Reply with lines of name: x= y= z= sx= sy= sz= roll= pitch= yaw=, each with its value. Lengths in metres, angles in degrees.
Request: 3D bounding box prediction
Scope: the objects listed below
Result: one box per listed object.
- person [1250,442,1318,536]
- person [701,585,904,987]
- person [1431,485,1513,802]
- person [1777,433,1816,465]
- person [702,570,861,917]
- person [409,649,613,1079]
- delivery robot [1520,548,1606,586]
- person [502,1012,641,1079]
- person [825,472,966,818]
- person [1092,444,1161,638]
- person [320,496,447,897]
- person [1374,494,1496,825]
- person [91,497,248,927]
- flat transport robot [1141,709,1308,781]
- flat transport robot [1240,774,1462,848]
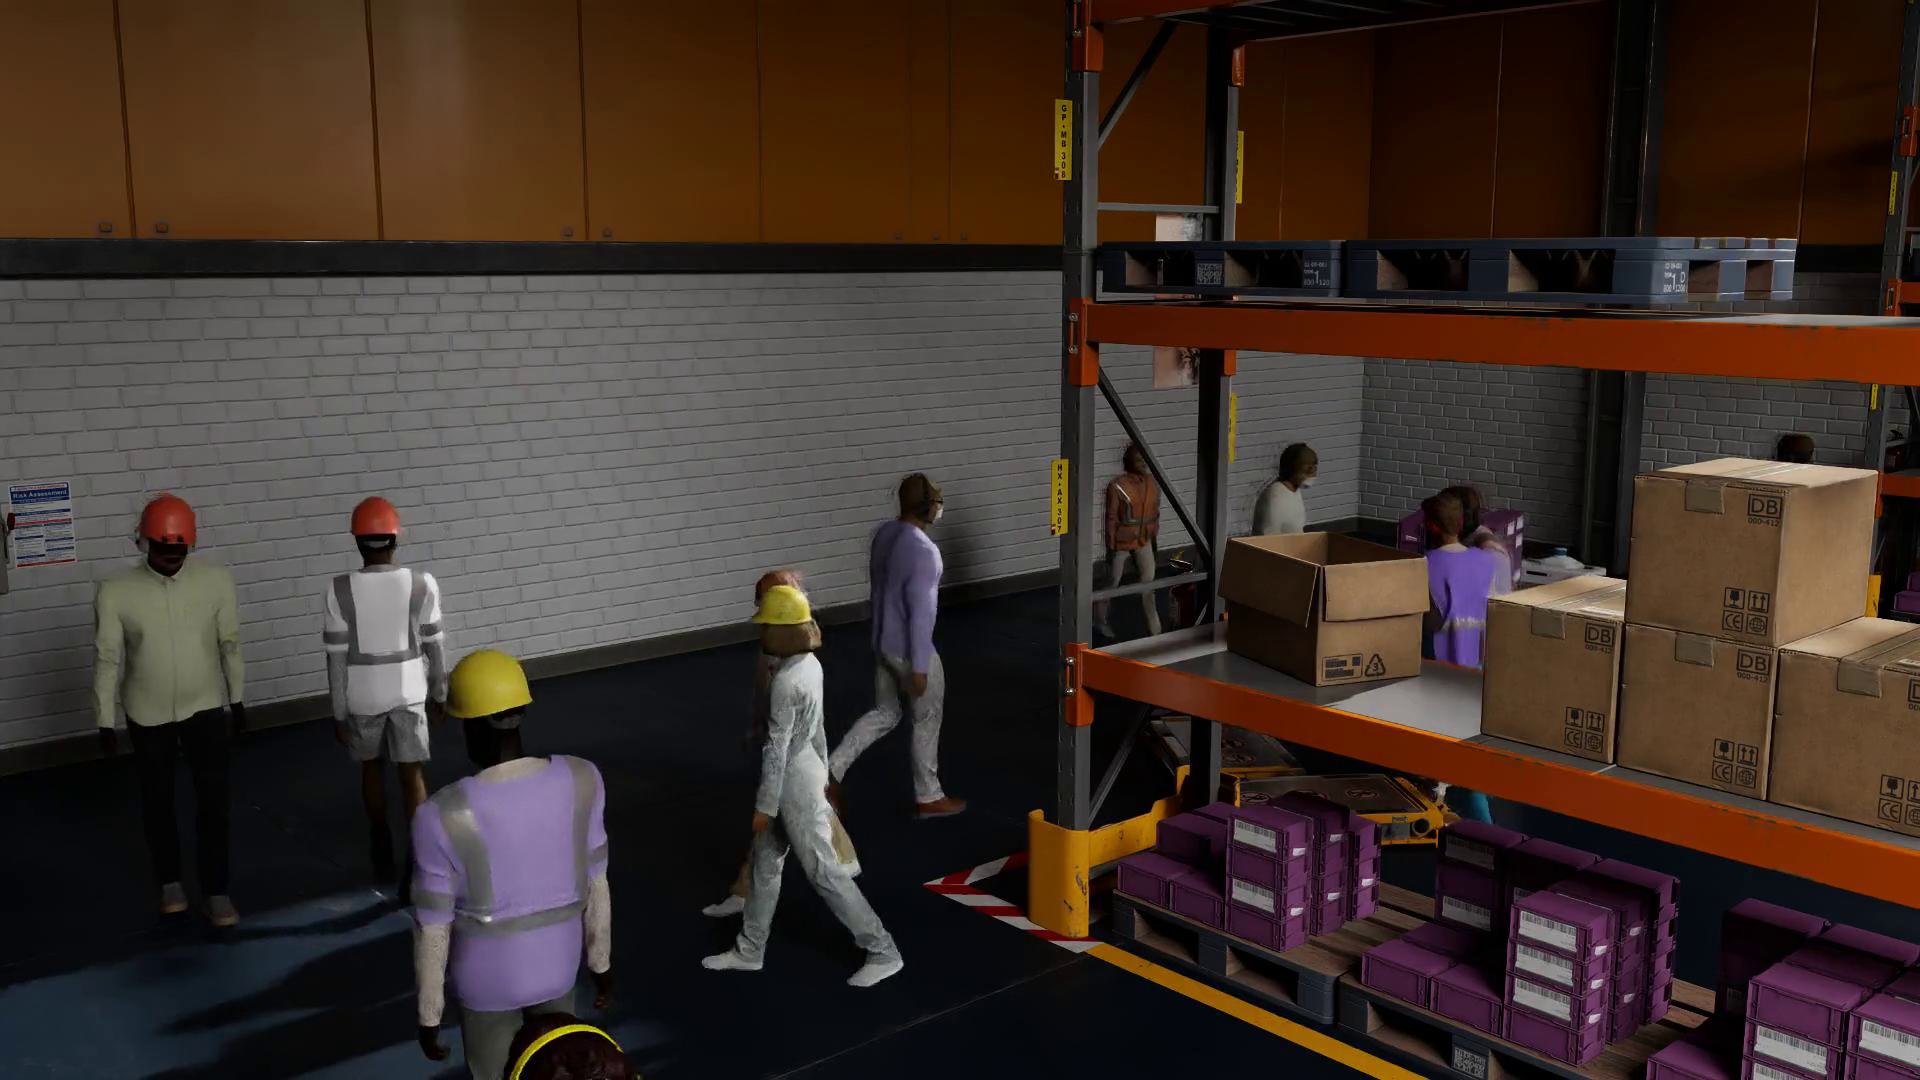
person: x=2.069 y=0.317 z=10.475 sx=0.951 sy=1.876 sz=0.736 roll=3 pitch=10 yaw=17
person: x=-0.643 y=1.023 z=6.885 sx=0.874 sy=1.706 sz=0.495 roll=1 pitch=10 yaw=4
person: x=2.762 y=0.591 z=9.183 sx=0.797 sy=1.791 sz=0.650 roll=0 pitch=10 yaw=-2
person: x=5.785 y=0.137 z=11.771 sx=0.634 sy=1.817 sz=0.888 roll=-9 pitch=13 yaw=-42
person: x=-0.817 y=0.927 z=7.795 sx=0.830 sy=1.597 sz=0.504 roll=-4 pitch=10 yaw=-21
person: x=-1.282 y=1.261 z=4.846 sx=0.615 sy=1.911 sz=0.543 roll=-8 pitch=13 yaw=-39
delivery robot: x=5.096 y=0.308 z=14.145 sx=0.707 sy=0.478 sz=0.477 roll=9 pitch=13 yaw=44
person: x=-0.589 y=1.668 z=2.690 sx=0.565 sy=1.883 sz=0.439 roll=-6 pitch=12 yaw=-33
person: x=-0.377 y=0.589 z=8.823 sx=0.811 sy=1.910 sz=0.657 roll=-5 pitch=11 yaw=-27
person: x=1.326 y=0.028 z=13.014 sx=0.541 sy=1.595 sz=0.825 roll=-5 pitch=11 yaw=-28
person: x=-2.735 y=0.741 z=7.967 sx=0.556 sy=1.904 sz=0.940 roll=-4 pitch=11 yaw=-24
person: x=2.516 y=0.649 z=8.820 sx=0.575 sy=1.776 sz=1.003 roll=-6 pitch=11 yaw=-30
person: x=-3.539 y=0.786 z=7.504 sx=0.666 sy=1.955 sz=0.831 roll=-6 pitch=12 yaw=-33
flat transport robot: x=1.518 y=1.257 z=9.695 sx=0.652 sy=0.197 sz=1.431 roll=-1 pitch=10 yaw=-5
flat transport robot: x=1.891 y=1.425 z=8.708 sx=1.431 sy=0.197 sz=0.652 roll=-1 pitch=10 yaw=-5
